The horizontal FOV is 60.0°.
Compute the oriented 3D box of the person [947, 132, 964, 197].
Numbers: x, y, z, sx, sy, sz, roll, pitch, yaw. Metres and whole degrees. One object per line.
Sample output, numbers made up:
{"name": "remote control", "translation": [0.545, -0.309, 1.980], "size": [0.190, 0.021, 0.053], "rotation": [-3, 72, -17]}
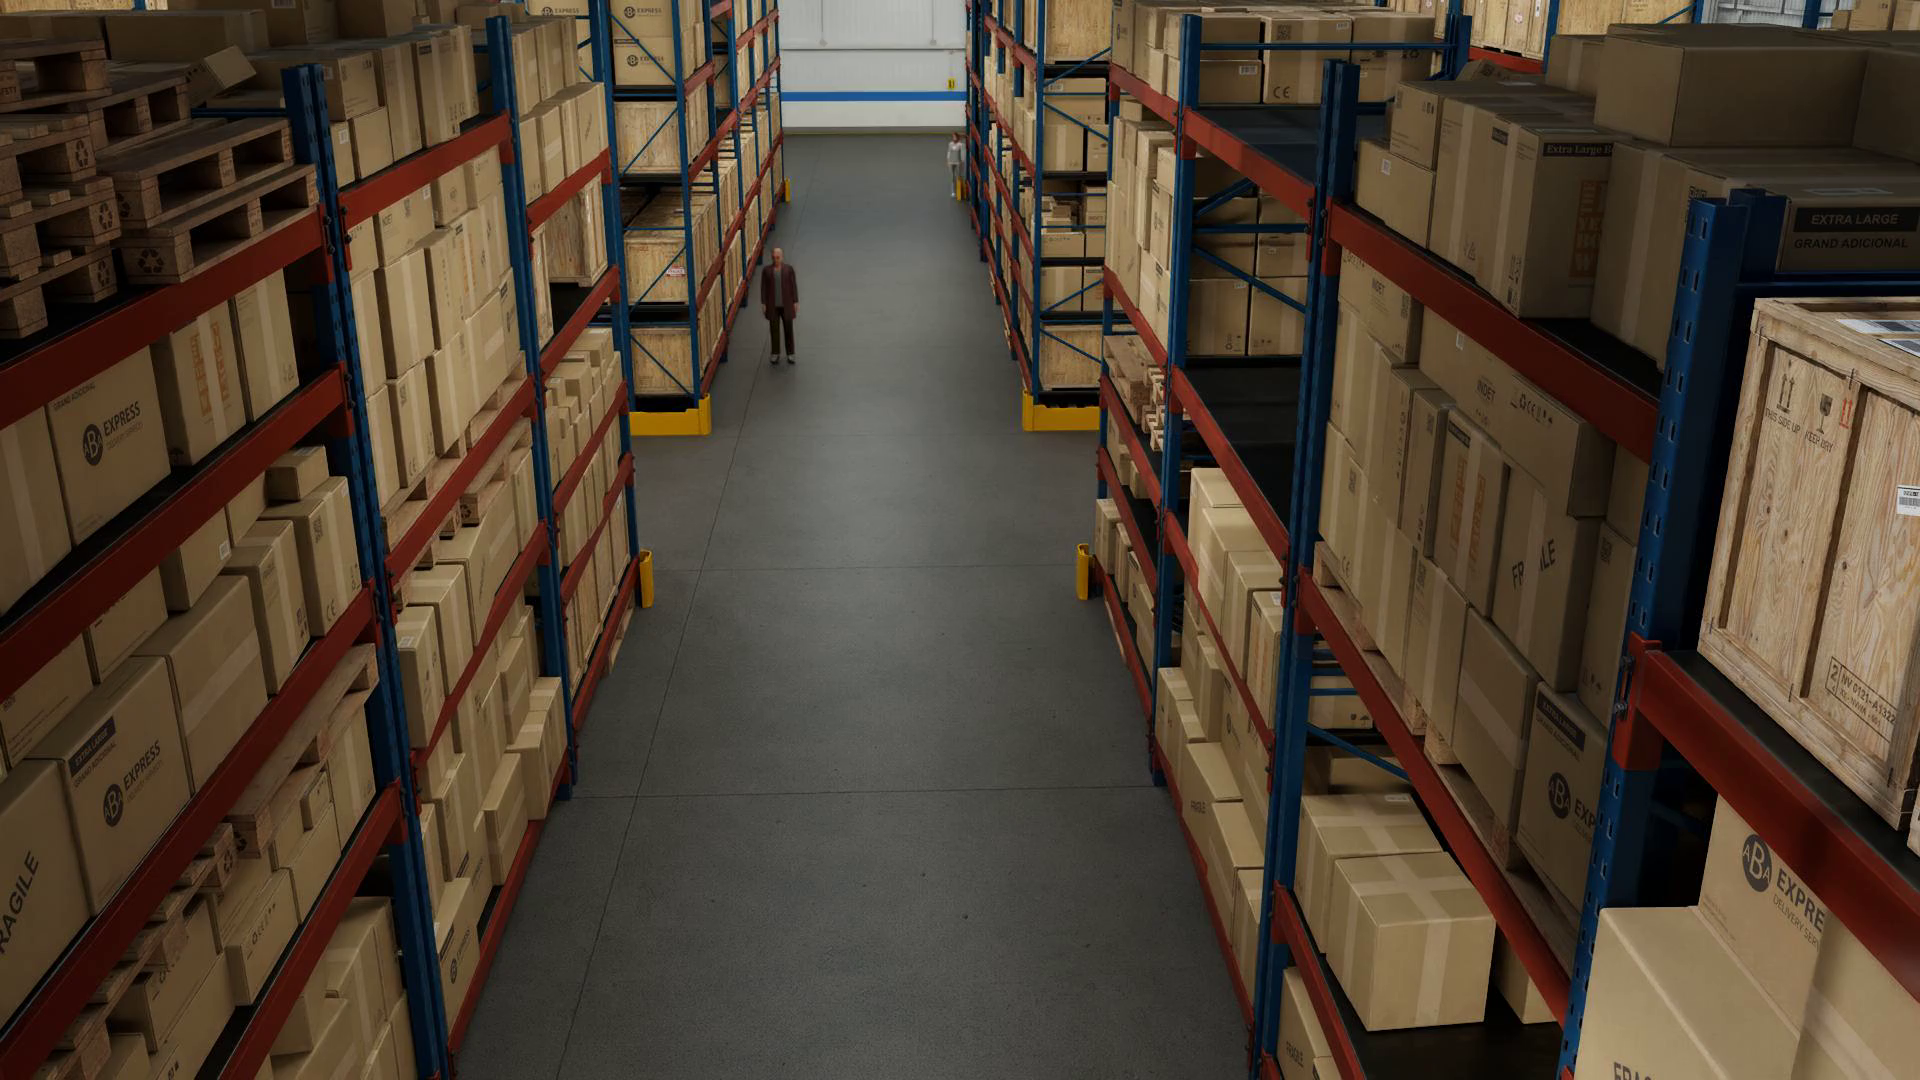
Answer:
{"name": "person", "translation": [-0.125, -9.547, 42.302], "size": [0.430, 1.601, 0.498], "rotation": [6, 21, 15]}

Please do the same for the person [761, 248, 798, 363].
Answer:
{"name": "person", "translation": [-2.867, -3.723, 26.416], "size": [0.586, 1.784, 0.441], "rotation": [-1, 20, -2]}
